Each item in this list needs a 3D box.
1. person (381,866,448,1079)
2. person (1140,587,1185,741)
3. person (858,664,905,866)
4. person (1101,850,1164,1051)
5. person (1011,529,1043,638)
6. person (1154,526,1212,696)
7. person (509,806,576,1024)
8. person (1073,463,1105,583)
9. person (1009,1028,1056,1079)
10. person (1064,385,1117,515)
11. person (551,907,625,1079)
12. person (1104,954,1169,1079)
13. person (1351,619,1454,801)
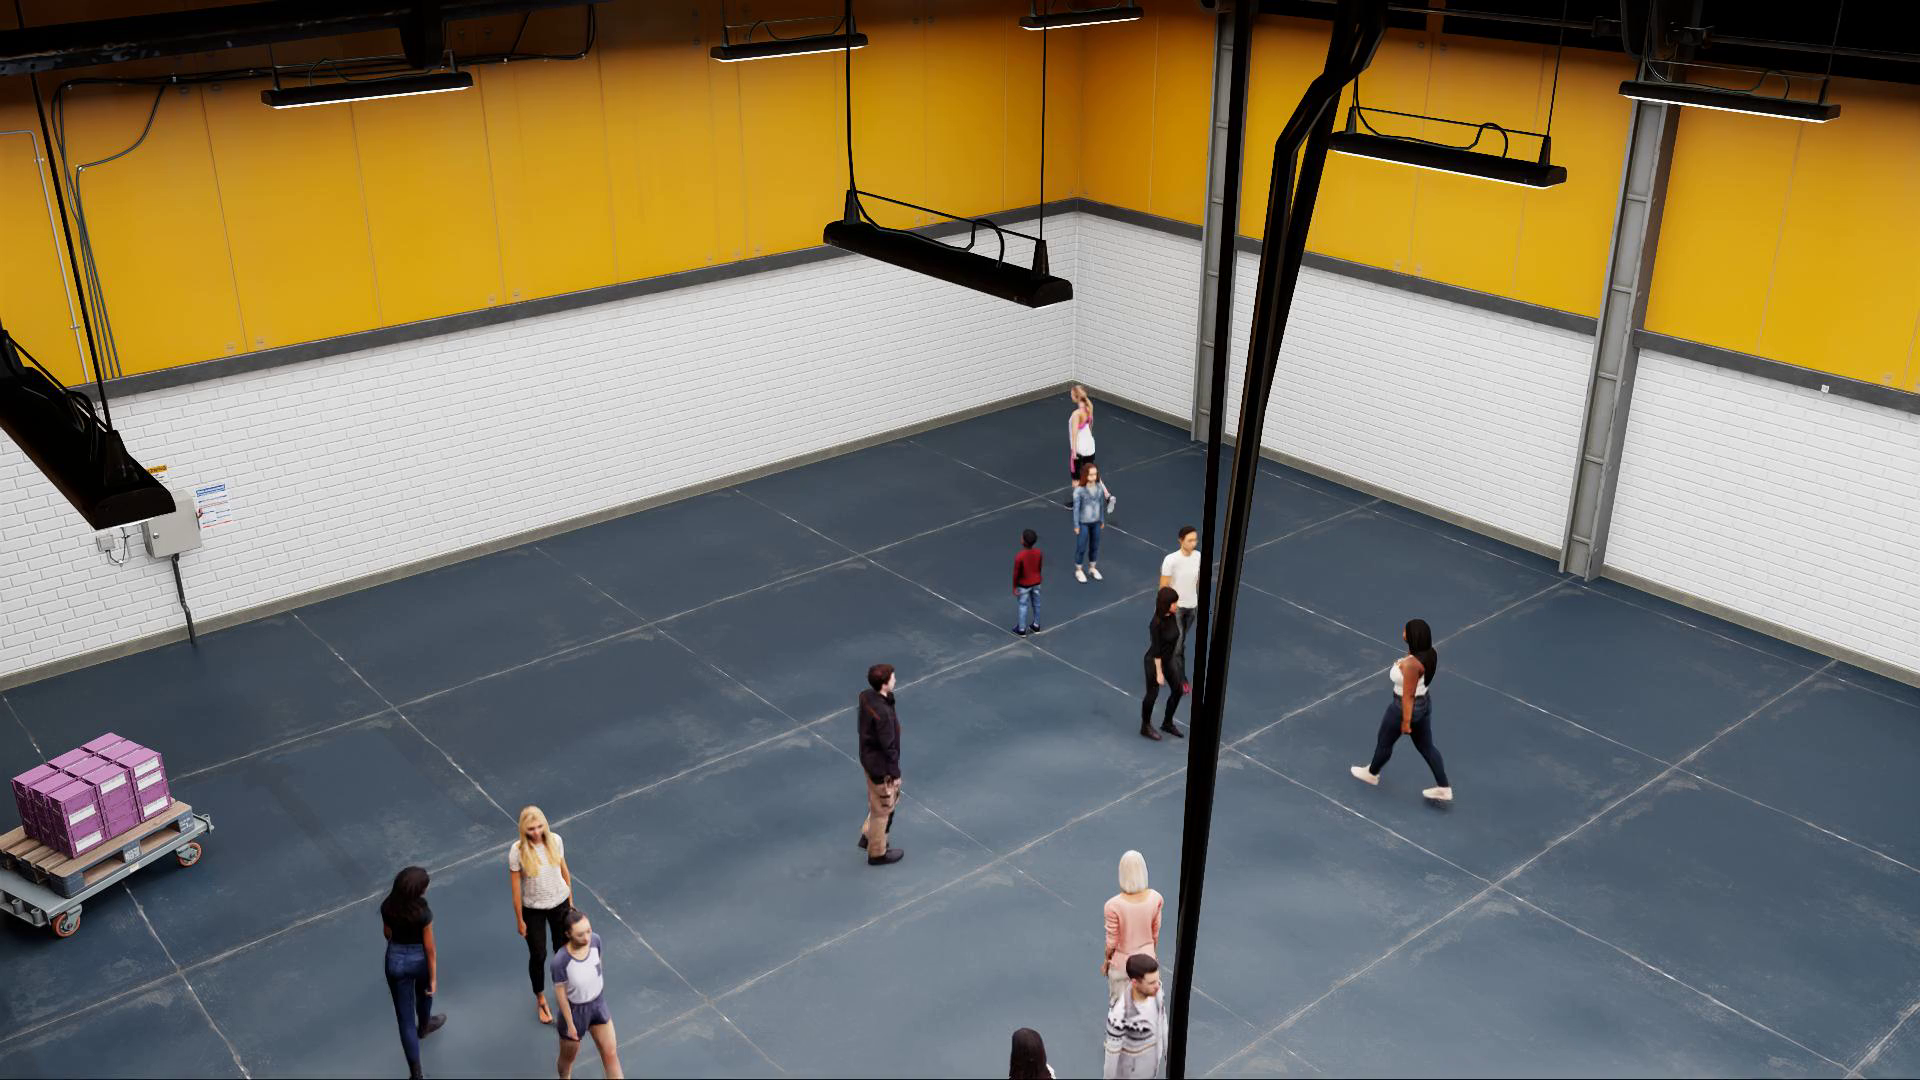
[{"bbox_3d":[-3.875,3.106,11.720,0.957,1.677,1.134,-3,24,-8],"label":"person"},{"bbox_3d":[1.874,1.186,16.172,0.648,1.629,0.605,20,30,38],"label":"person"},{"bbox_3d":[-0.761,1.925,14.123,0.867,1.916,0.720,-10,25,-21],"label":"person"},{"bbox_3d":[1.224,2.991,11.925,0.666,1.724,0.632,-9,25,-19],"label":"person"},{"bbox_3d":[0.769,0.462,18.293,0.536,1.255,0.531,-13,27,-27],"label":"person"},{"bbox_3d":[2.242,0.647,17.222,0.860,1.775,1.051,-10,26,-22],"label":"person"},{"bbox_3d":[-3.099,2.744,12.367,0.599,1.822,0.499,-18,29,-35],"label":"person"},{"bbox_3d":[1.506,-0.223,19.591,0.595,1.472,0.535,-12,27,-26],"label":"person"},{"bbox_3d":[0.455,3.758,10.121,0.678,1.763,0.632,21,31,39],"label":"person"},{"bbox_3d":[1.642,-1.114,21.269,1.063,1.760,0.708,21,31,40],"label":"person"},{"bbox_3d":[-2.675,3.240,11.489,1.021,1.618,0.706,20,31,38],"label":"person"},{"bbox_3d":[1.080,3.399,10.837,1.254,1.847,0.903,15,28,31],"label":"person"},{"bbox_3d":[4.184,1.590,15.081,1.236,1.763,0.777,20,31,38],"label":"person"}]
